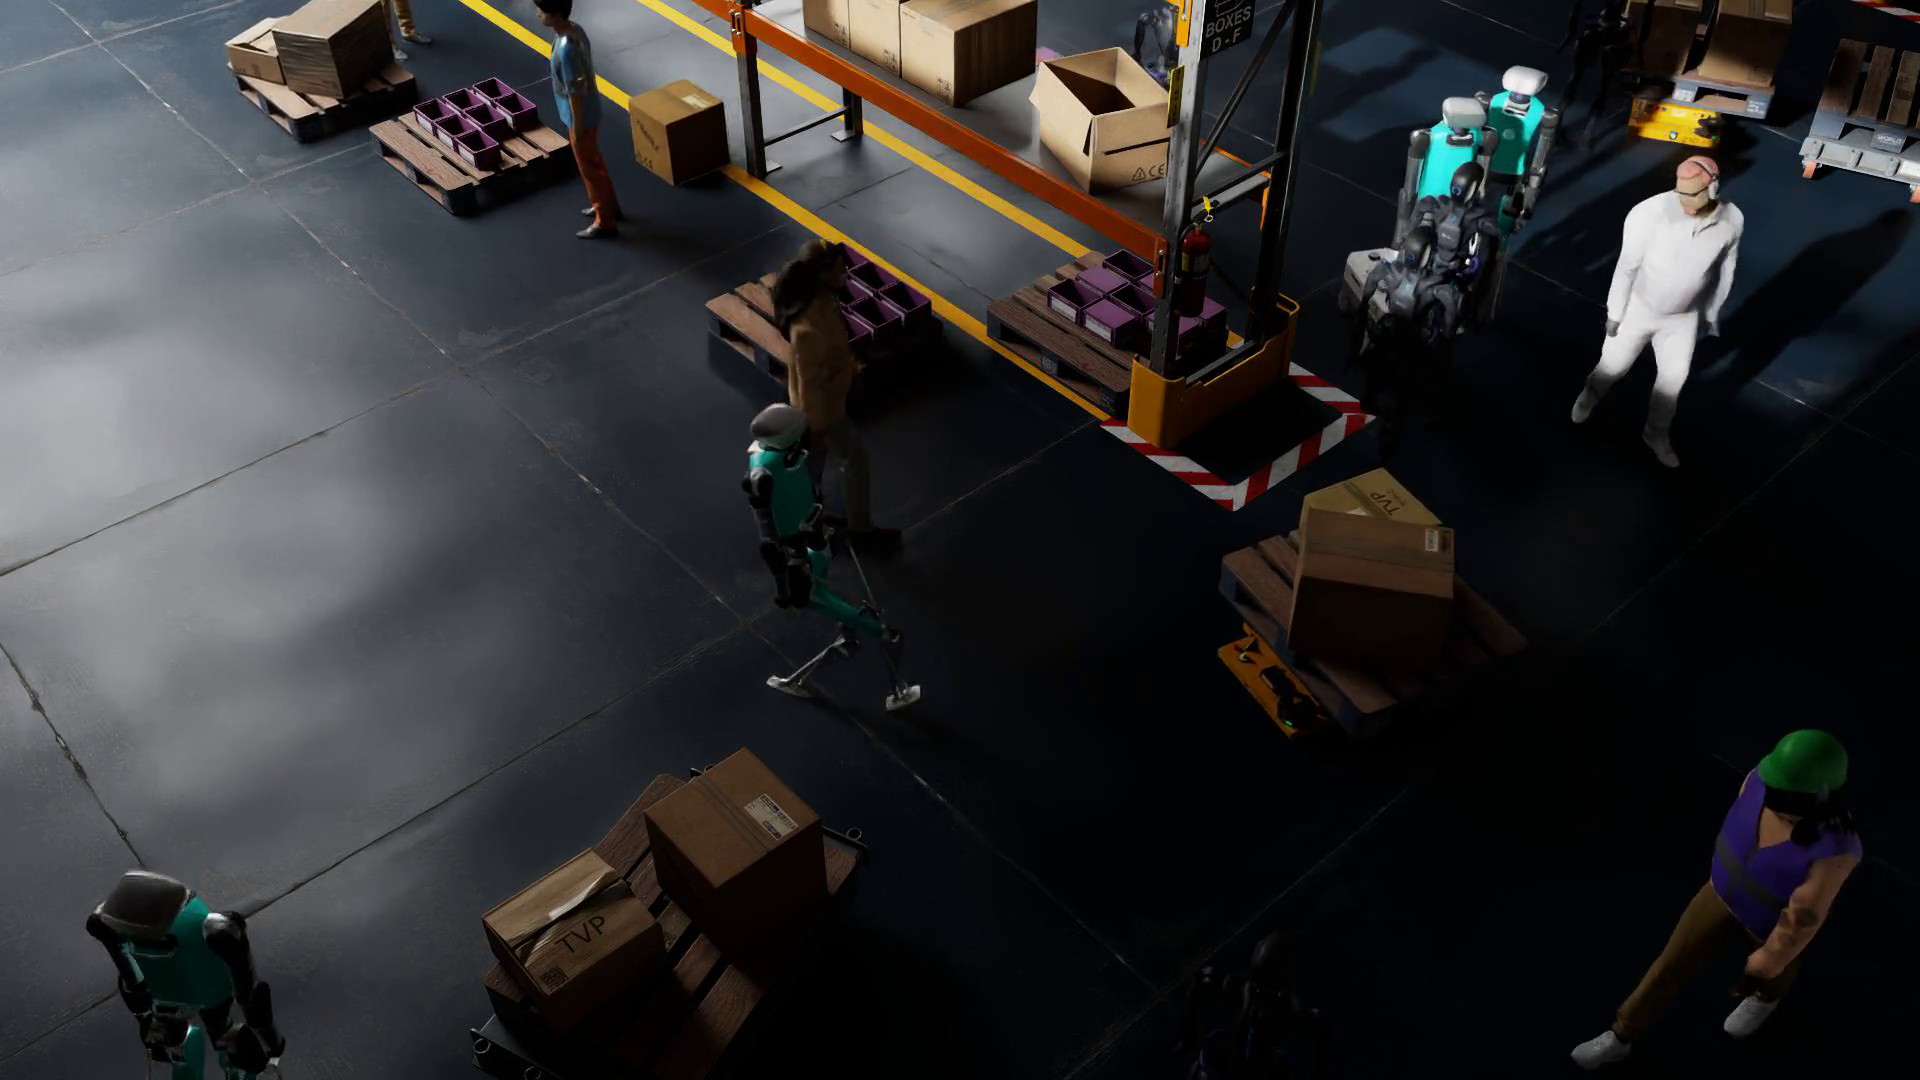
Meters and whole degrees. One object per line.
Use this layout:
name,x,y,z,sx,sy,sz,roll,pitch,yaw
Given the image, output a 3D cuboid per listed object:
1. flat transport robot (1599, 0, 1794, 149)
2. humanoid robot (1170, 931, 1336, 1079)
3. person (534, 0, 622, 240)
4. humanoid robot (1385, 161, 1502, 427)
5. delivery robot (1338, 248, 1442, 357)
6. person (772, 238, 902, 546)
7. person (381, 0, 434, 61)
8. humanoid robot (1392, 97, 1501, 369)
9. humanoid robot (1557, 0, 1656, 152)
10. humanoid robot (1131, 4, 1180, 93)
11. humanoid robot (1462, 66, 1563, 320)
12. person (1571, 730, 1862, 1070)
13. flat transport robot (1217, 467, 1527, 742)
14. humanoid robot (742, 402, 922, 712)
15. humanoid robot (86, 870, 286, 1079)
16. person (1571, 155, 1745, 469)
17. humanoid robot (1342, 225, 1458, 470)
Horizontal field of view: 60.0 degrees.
flat transport robot,5.588,-3.489,12.890,0.659,0.231,1.431,15,45,16
humanoid robot,1.004,1.971,5.948,0.590,1.656,0.727,17,45,18
person,-2.535,-2.847,11.097,0.327,1.758,0.496,-7,43,-8
humanoid robot,2.768,-1.450,9.629,0.604,1.646,0.393,24,48,24
delivery robot,2.702,-1.528,10.540,0.499,0.587,0.762,-9,43,-10
person,-0.607,-0.771,8.762,0.747,1.850,0.570,-3,43,-3
person,-4.524,-4.654,13.068,0.354,1.742,0.569,13,44,14
humanoid robot,2.868,-1.655,9.850,0.544,1.849,0.678,-6,43,-6
humanoid robot,4.651,-3.613,11.983,0.606,1.647,0.380,15,45,16
humanoid robot,1.421,-3.094,11.437,0.599,1.639,0.673,-10,44,-11
humanoid robot,3.365,-2.160,10.407,0.541,1.857,0.649,18,45,18
person,3.038,1.409,6.380,1.036,1.871,0.544,-19,46,-19
flat transport robot,2.105,0.515,8.535,1.431,0.231,0.659,-19,46,-20
humanoid robot,-0.483,0.185,7.841,0.977,1.769,0.550,13,44,14
humanoid robot,-2.724,1.964,5.893,0.545,1.817,0.750,4,43,5
person,3.955,-1.300,9.320,0.706,1.874,0.582,-1,43,-1
humanoid robot,2.456,-1.043,9.215,0.588,1.634,0.708,23,48,23
